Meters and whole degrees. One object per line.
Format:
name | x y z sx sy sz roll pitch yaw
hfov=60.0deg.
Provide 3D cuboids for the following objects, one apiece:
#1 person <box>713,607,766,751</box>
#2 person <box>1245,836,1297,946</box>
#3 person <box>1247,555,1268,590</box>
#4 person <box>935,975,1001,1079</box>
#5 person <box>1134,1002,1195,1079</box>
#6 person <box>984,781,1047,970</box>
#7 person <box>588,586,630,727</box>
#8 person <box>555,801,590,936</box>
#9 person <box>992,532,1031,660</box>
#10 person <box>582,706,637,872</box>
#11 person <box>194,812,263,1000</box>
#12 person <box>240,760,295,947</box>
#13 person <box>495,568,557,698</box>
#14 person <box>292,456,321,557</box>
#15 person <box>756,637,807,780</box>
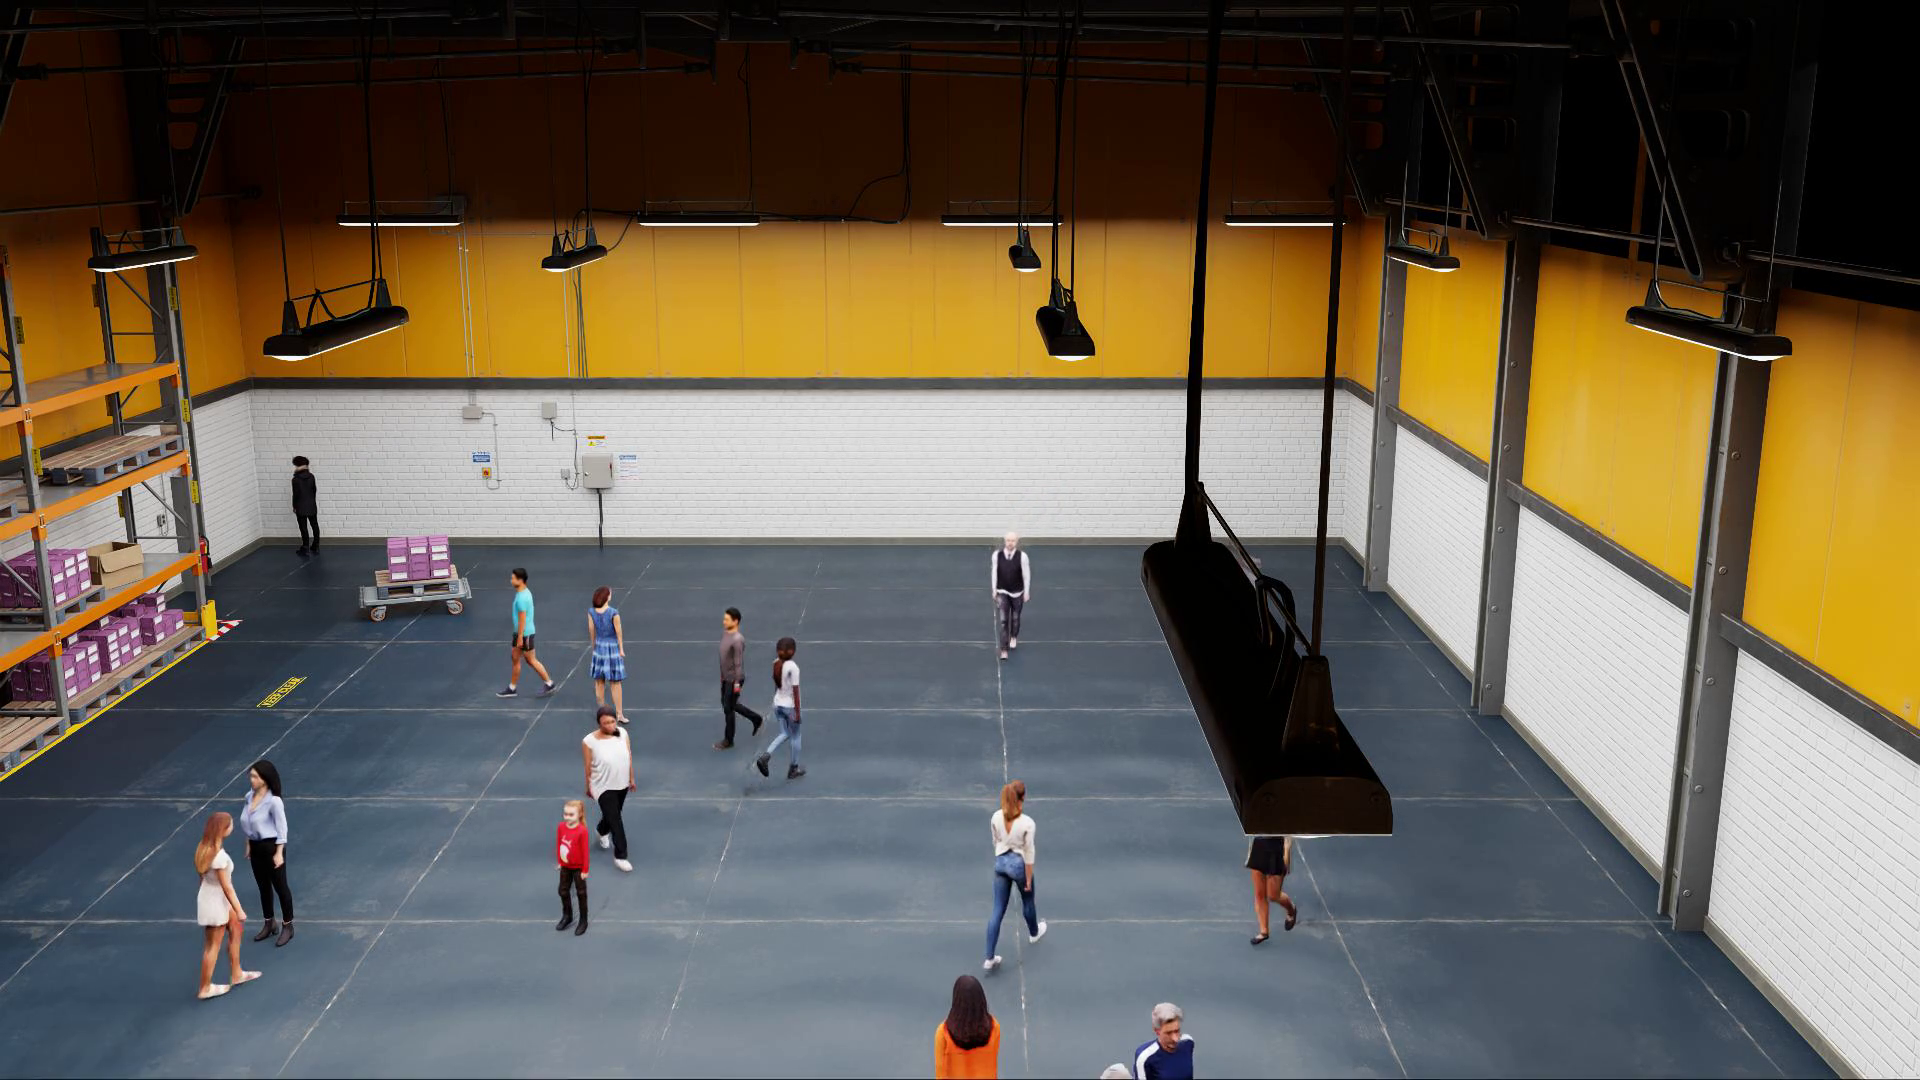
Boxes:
person | -2.687 1.662 20.121 0.950 1.756 0.978 4 14 16
person | 2.887 2.888 15.251 0.866 1.664 0.811 -12 18 -42
person | 4.034 1.016 23.071 0.790 1.622 1.075 -4 14 -15
person | 0.087 3.806 11.299 0.691 1.739 0.703 -4 14 -15
person | 1.300 3.843 11.022 0.993 1.797 1.154 -9 16 -33
person | 0.417 3.004 14.766 1.002 1.667 1.243 7 15 28
person | -4.425 1.448 20.898 0.743 1.805 0.708 5 15 21
person | -3.591 3.024 15.502 0.578 1.281 0.591 5 15 21
person | 0.735 0.777 23.746 0.814 1.769 1.275 2 14 7
person | -3.581 2.481 16.963 1.110 1.649 1.174 -13 19 -43
person | -6.433 3.150 14.173 0.883 1.662 0.839 -11 17 -38
person | -6.333 2.853 15.227 0.725 1.744 0.711 6 15 24
person | -5.656 1.235 21.898 0.897 1.749 1.030 -4 14 -17
person | -11.602 -0.620 29.500 0.795 1.776 0.713 9 16 34
person | -2.031 1.959 19.002 0.953 1.704 0.896 -13 19 -43
